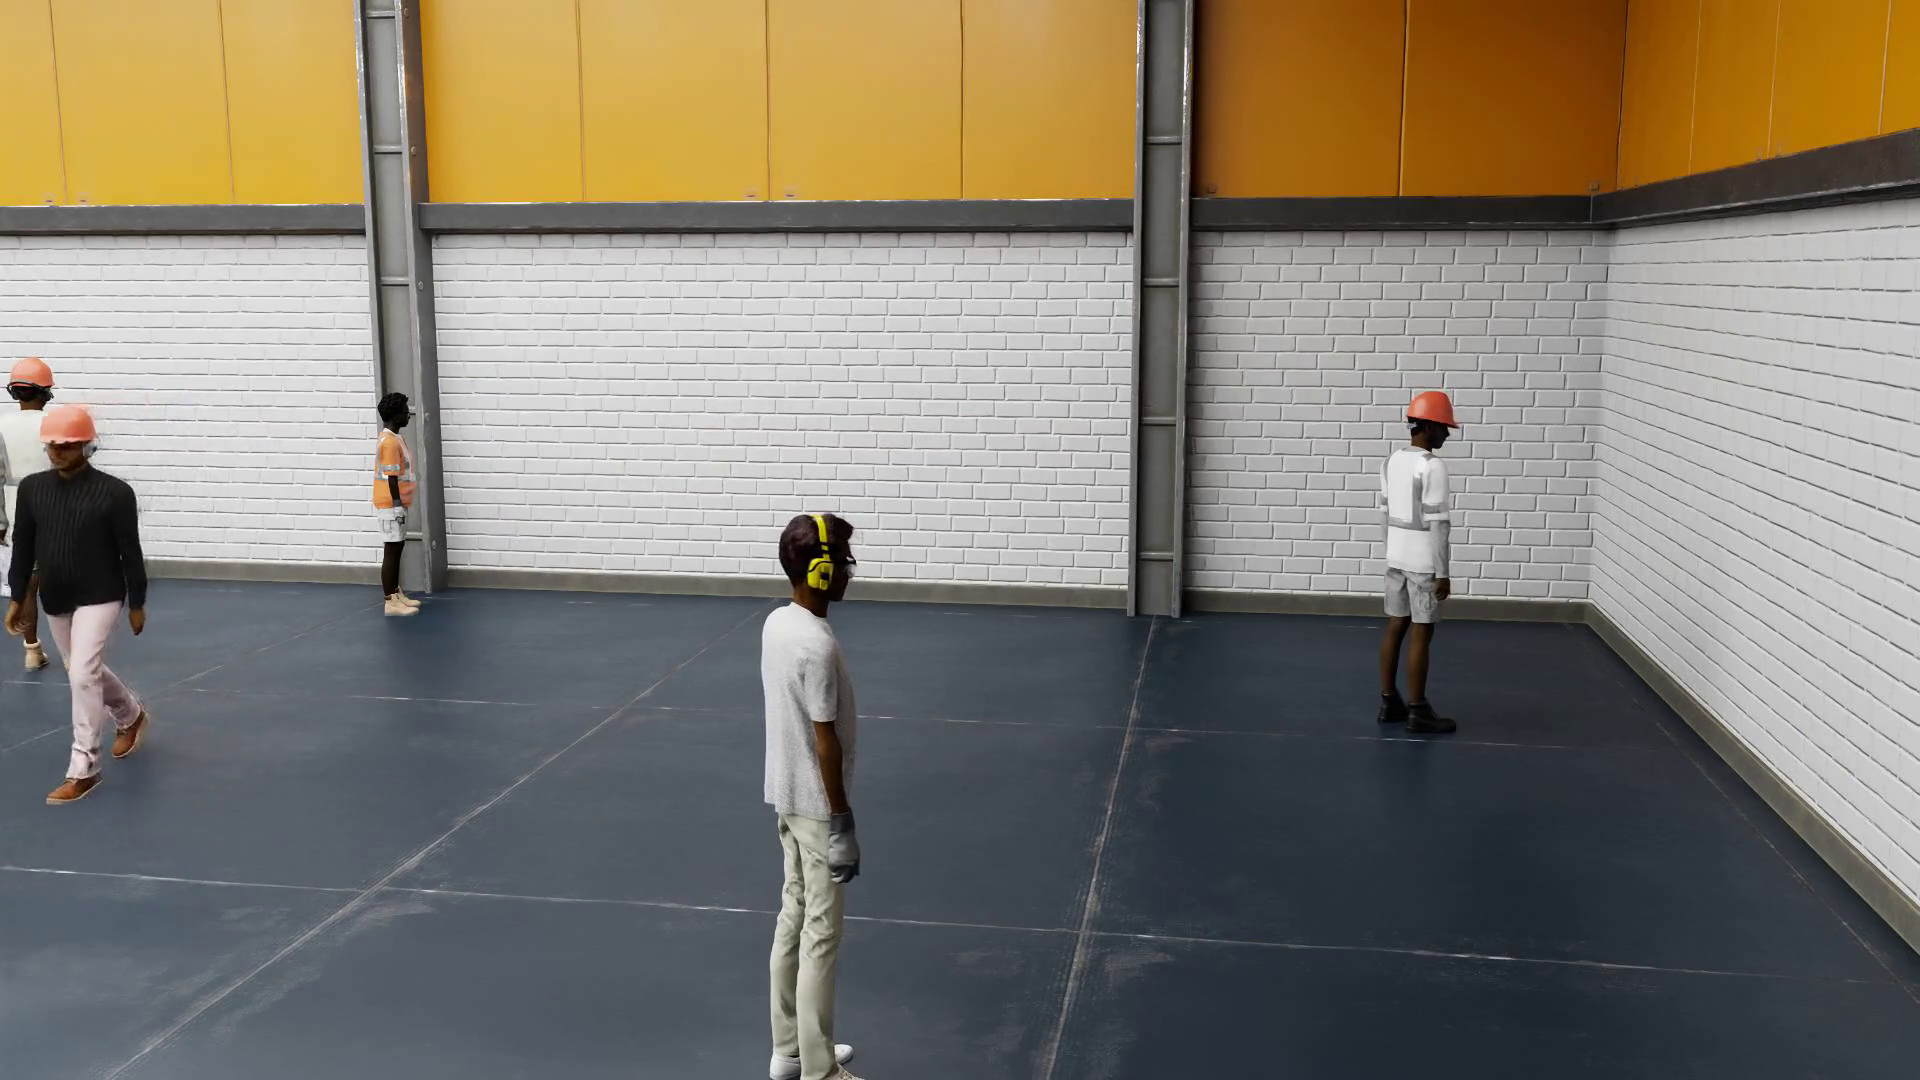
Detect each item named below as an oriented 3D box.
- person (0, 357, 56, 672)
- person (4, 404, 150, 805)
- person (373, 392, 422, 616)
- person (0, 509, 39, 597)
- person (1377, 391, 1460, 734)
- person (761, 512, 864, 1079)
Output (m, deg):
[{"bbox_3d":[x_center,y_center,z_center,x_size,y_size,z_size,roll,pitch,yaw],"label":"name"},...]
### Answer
[{"bbox_3d":[-5.965,-0.159,10.819,0.605,2.045,0.377,-2,9,-11],"label":"person"},{"bbox_3d":[-4.438,0.268,8.491,0.609,1.963,0.984,1,9,8],"label":"person"},{"bbox_3d":[-4.279,-0.272,12.606,0.320,1.694,0.532,-2,9,-14],"label":"person"},{"bbox_3d":[-7.650,-0.423,13.055,0.788,1.838,0.540,1,9,4],"label":"person"},{"bbox_3d":[2.606,0.125,9.423,0.374,1.929,0.542,-3,10,-20],"label":"person"},{"bbox_3d":[-0.439,0.843,5.204,0.328,1.863,0.509,-4,10,-25],"label":"person"}]
